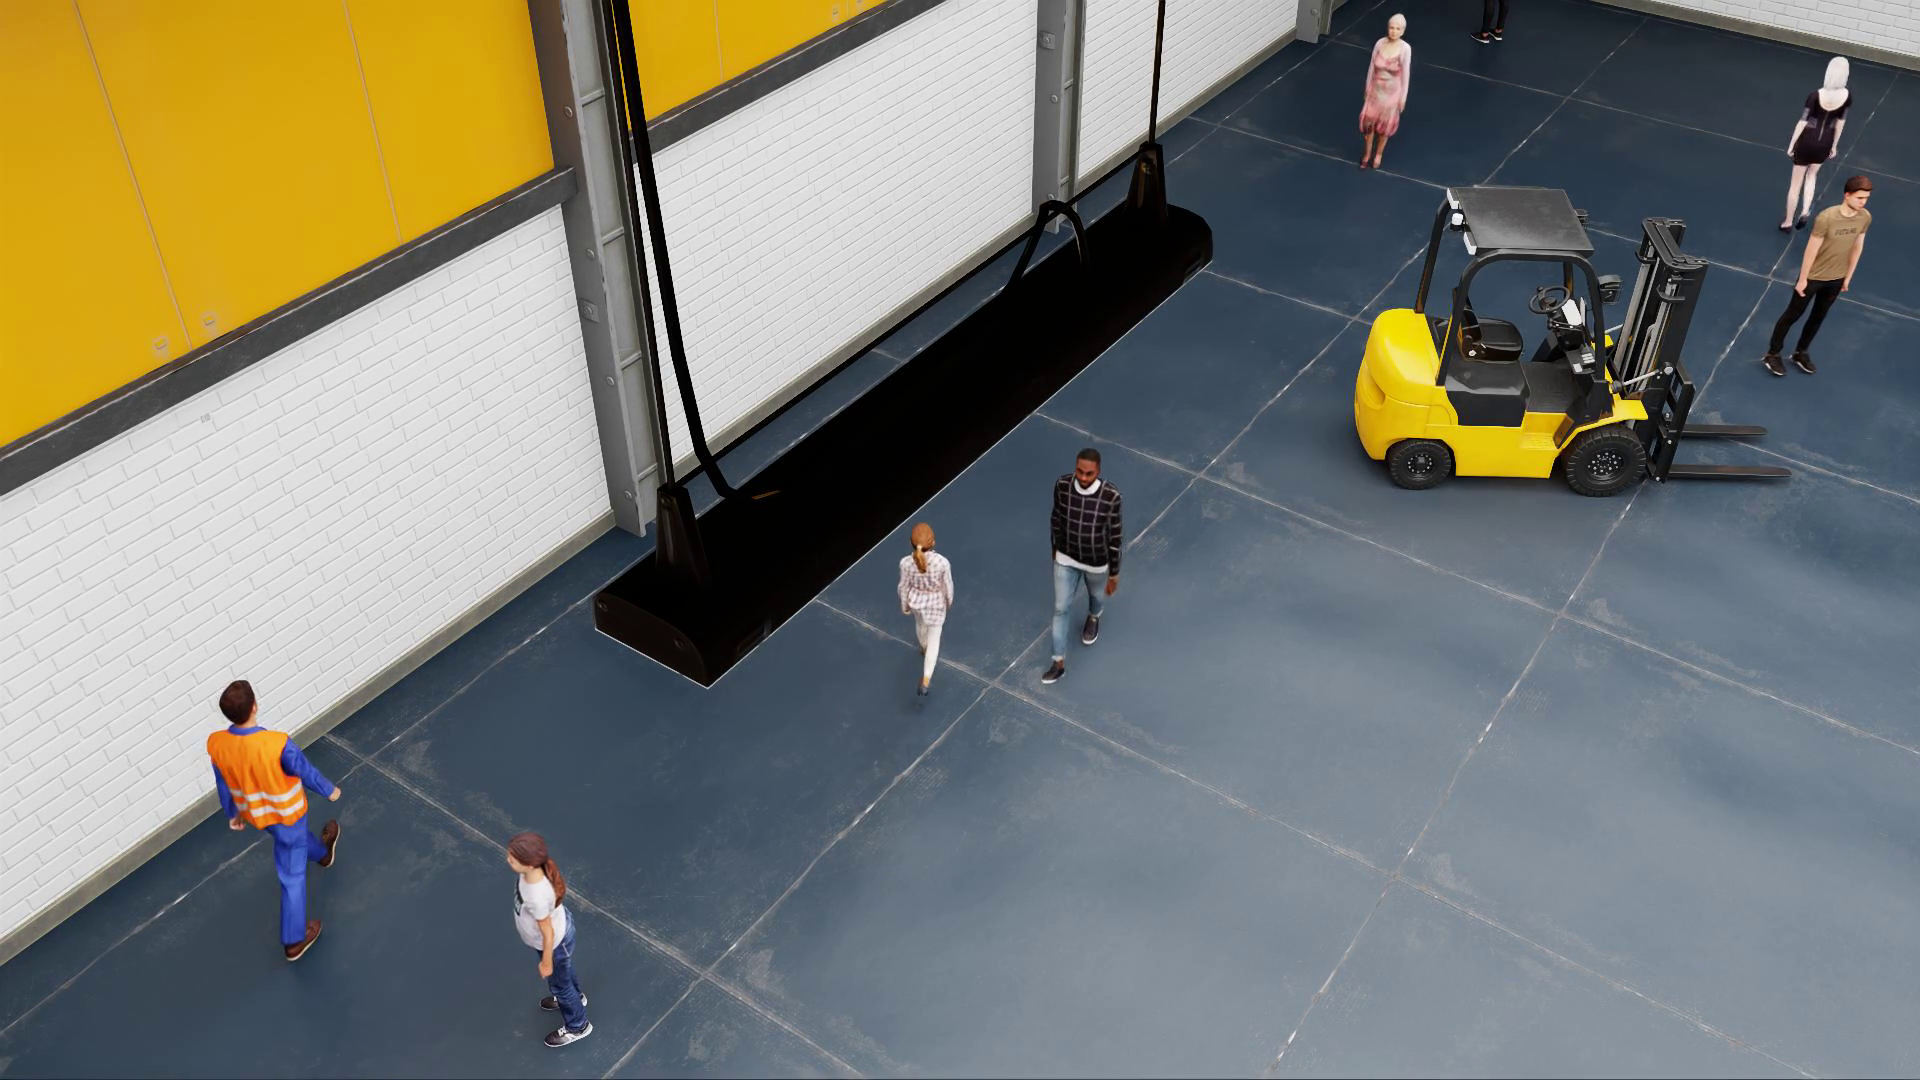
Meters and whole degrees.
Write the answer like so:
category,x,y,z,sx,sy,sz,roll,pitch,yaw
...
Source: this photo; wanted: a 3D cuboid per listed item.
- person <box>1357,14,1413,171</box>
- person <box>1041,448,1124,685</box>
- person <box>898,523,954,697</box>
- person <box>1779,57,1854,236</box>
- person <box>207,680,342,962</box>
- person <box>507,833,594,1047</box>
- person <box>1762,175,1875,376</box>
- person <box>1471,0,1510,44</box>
category,x,y,z,sx,sy,sz,roll,pitch,yaw
person,4.476,-4.710,17.447,0.663,1.675,0.706,17,42,20
person,0.882,0.057,11.400,0.930,1.772,1.249,12,40,14
person,-0.233,0.476,11.264,0.759,1.288,1.003,8,39,10
person,8.331,-3.771,16.155,0.755,1.820,0.816,2,39,2
person,-3.890,1.624,9.407,1.040,1.811,1.292,7,39,8
person,-2.222,2.126,8.978,0.668,1.563,0.622,-10,40,-13
person,7.398,-2.282,14.268,0.731,1.848,0.780,-5,39,-6
person,6.561,-6.972,20.125,0.725,1.868,0.832,-14,41,-17
